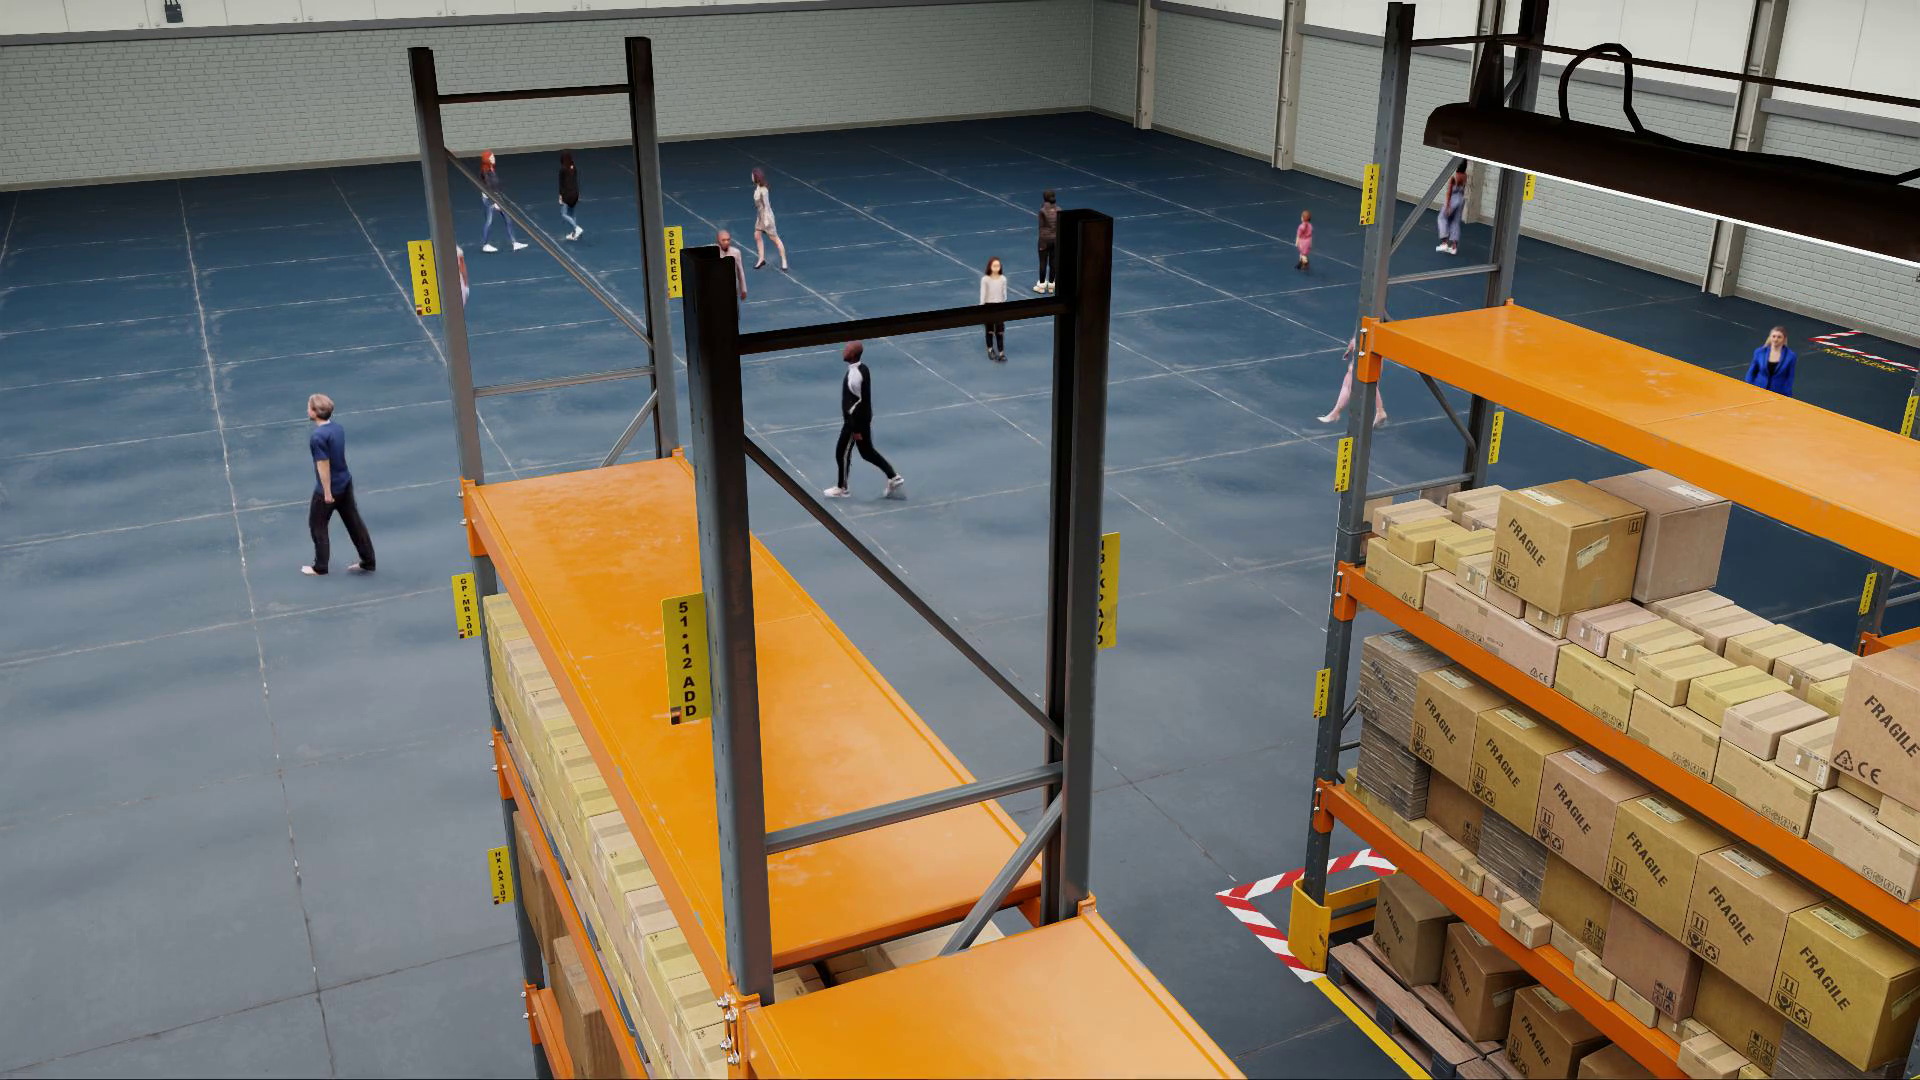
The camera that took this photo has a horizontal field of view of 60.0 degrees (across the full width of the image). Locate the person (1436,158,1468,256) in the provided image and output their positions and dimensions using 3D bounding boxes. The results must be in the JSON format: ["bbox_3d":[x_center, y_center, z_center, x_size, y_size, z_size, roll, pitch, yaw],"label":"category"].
[{"bbox_3d":[8.631,-5.788,28.867,0.597,1.683,0.701,-9,25,-20],"label":"person"}]

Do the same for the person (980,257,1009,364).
[{"bbox_3d":[0.445,-3.207,23.080,0.661,1.461,0.891,-6,24,-13],"label":"person"}]

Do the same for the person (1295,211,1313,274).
[{"bbox_3d":[5.770,-4.972,27.811,0.418,1.007,0.699,-10,25,-23],"label":"person"}]

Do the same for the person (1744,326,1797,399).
[{"bbox_3d":[9.305,-1.650,19.145,1.015,1.676,1.013,14,27,29],"label":"person"}]

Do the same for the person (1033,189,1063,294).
[{"bbox_3d":[1.417,-4.740,26.432,0.655,1.660,0.595,-10,25,-23],"label":"person"}]

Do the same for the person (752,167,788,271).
[{"bbox_3d":[-3.180,-5.342,27.786,0.693,1.709,0.703,-12,26,-26],"label":"person"}]

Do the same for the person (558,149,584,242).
[{"bbox_3d":[-6.956,-6.154,29.788,0.859,1.637,0.778,14,27,29],"label":"person"}]

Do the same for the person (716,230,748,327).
[{"bbox_3d":[-3.279,-3.468,23.258,0.742,1.802,0.992,-9,25,-20],"label":"person"}]

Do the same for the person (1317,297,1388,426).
[{"bbox_3d":[5.014,-2.202,20.342,1.062,1.755,1.105,3,23,8],"label":"person"}]

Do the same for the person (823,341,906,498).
[{"bbox_3d":[-1.028,-1.304,18.165,1.158,1.807,1.150,6,24,14],"label":"person"}]

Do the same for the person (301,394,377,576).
[{"bbox_3d":[-6.027,-0.509,16.251,1.016,1.841,1.012,3,23,7],"label":"person"}]

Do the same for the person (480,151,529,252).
[{"bbox_3d":[-8.225,-5.860,28.948,1.049,1.752,1.043,6,24,14],"label":"person"}]
